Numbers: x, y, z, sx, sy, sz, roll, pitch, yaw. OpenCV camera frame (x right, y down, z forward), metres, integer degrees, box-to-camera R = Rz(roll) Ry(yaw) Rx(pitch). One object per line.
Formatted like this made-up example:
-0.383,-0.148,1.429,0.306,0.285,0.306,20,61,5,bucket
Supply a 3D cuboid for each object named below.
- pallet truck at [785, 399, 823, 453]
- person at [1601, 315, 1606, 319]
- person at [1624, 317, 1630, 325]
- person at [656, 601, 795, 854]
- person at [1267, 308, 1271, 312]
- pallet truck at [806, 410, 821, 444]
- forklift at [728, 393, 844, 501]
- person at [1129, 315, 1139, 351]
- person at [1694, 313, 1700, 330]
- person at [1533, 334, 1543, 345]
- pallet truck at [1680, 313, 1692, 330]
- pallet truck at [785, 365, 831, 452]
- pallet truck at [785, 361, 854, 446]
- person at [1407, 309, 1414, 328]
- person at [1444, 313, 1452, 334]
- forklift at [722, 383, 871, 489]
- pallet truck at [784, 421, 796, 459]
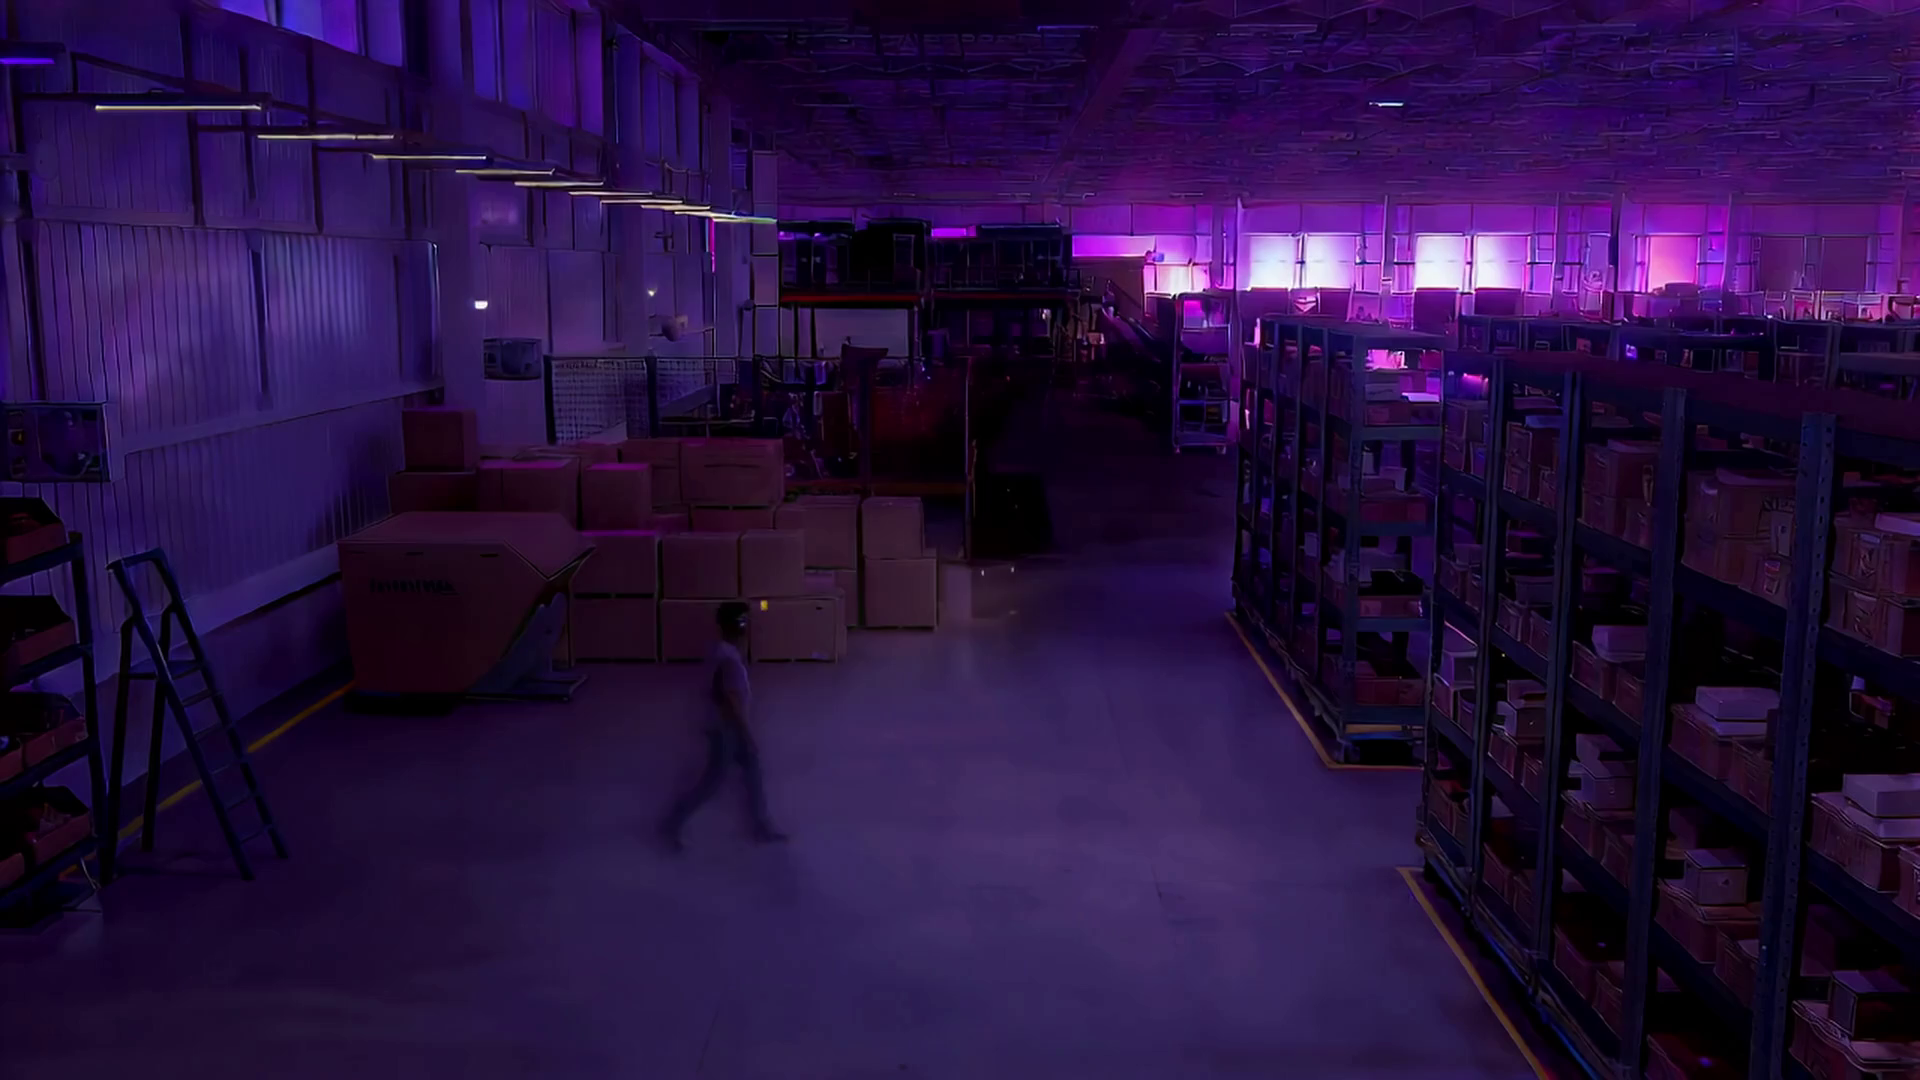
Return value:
-3.814,-2.432,36.419,1.630,1.274,0.653,0,9,1,pallet truck
32.914,-10.598,85.177,0.450,1.826,0.658,1,9,5,person
31.128,-9.447,77.802,0.588,1.918,0.400,4,10,25,person
-1.691,1.318,11.752,0.937,1.809,0.585,-1,9,-8,person
17.898,-12.484,96.475,0.550,1.937,0.357,-6,11,-33,person
-3.559,-2.018,33.905,1.522,1.261,0.704,0,9,-1,pallet truck
-2.979,-1.316,26.476,2.680,1.987,1.157,0,9,1,forklift
8.872,-10.561,84.917,0.634,1.837,0.429,5,11,30,person
39.044,-11.075,88.072,0.507,1.844,0.345,-4,10,-21,person
24.136,-8.176,69.744,0.608,1.987,0.391,0,9,2,person
36.315,-10.531,84.244,0.823,1.965,1.885,-6,11,-33,pallet truck
-3.774,-2.976,37.635,1.885,1.965,0.823,1,9,5,pallet truck
-3.410,-3.193,38.978,1.885,1.965,0.823,0,9,-1,pallet truck
25.615,-12.192,94.741,0.398,1.918,0.586,8,12,40,person
25.160,-10.760,85.856,0.411,1.939,0.601,-2,9,-14,person
-2.893,-1.687,28.729,2.680,1.987,1.157,0,9,-1,forklift
-4.013,-1.793,32.705,1.601,1.201,0.680,0,9,1,pallet truck
